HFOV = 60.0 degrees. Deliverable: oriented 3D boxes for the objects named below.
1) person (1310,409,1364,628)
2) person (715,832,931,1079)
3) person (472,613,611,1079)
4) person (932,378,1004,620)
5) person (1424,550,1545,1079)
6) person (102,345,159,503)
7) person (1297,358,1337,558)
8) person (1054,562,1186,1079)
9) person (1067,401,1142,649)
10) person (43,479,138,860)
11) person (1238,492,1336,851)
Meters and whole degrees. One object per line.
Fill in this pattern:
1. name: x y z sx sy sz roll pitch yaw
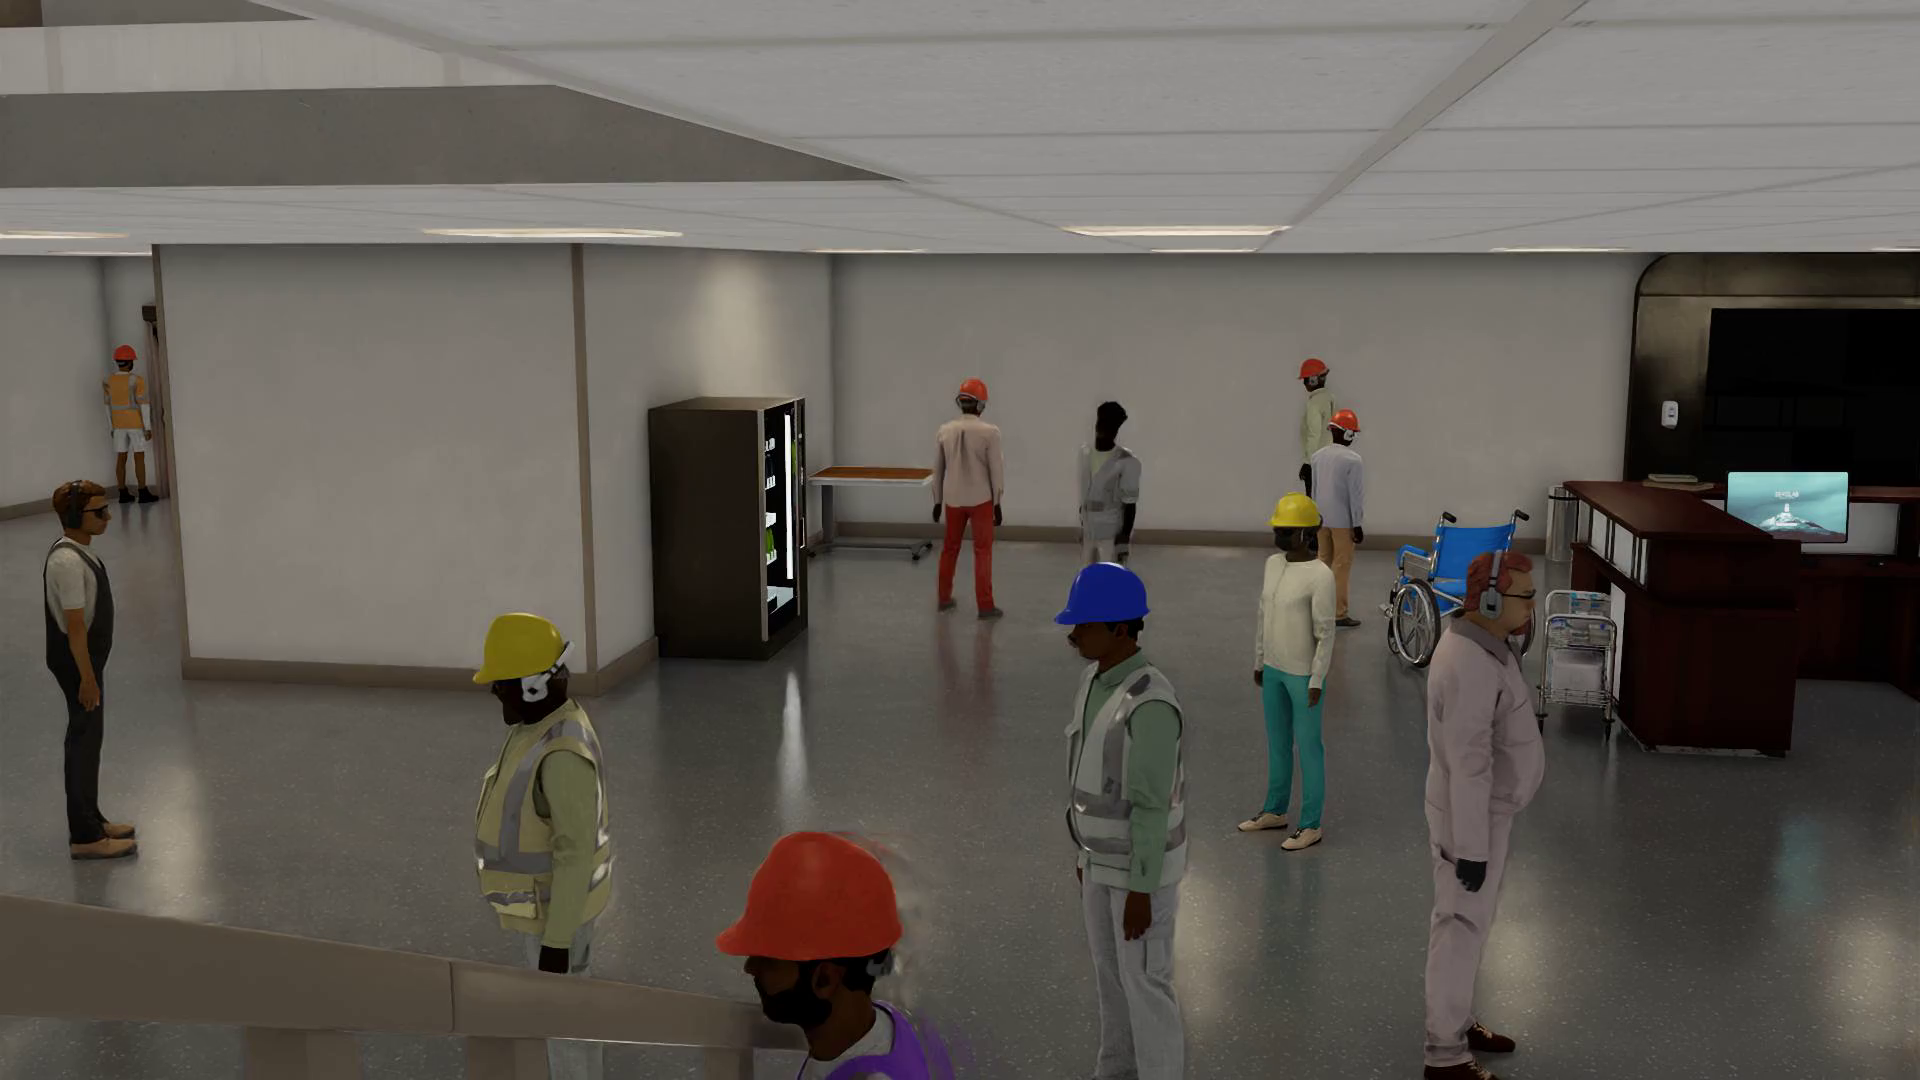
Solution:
1. person: 3.042 -0.175 13.333 0.352 1.743 0.564 -5 10 -28
2. person: -0.200 1.433 2.849 0.413 1.925 0.557 0 9 -1
3. person: -1.286 1.115 5.144 0.403 1.822 0.588 -3 10 -21
4. person: 0.084 -0.345 13.691 0.632 1.989 0.421 5 11 30
5. person: 1.821 0.970 5.811 0.399 1.900 0.648 3 10 17
6. person: -10.159 -1.410 20.354 0.545 1.938 0.358 1 9 4
7. person: 3.502 -0.797 16.423 0.393 1.986 0.610 5 11 29
8. person: 0.506 1.025 5.363 0.422 1.938 0.600 -3 10 -18
9. person: 1.032 -0.070 12.143 0.451 1.922 0.764 -6 11 -35
10. person: -4.251 0.623 8.094 0.332 1.844 0.508 -4 10 -26
11. person: 1.637 0.640 8.236 0.306 1.771 0.522 -5 10 -28
